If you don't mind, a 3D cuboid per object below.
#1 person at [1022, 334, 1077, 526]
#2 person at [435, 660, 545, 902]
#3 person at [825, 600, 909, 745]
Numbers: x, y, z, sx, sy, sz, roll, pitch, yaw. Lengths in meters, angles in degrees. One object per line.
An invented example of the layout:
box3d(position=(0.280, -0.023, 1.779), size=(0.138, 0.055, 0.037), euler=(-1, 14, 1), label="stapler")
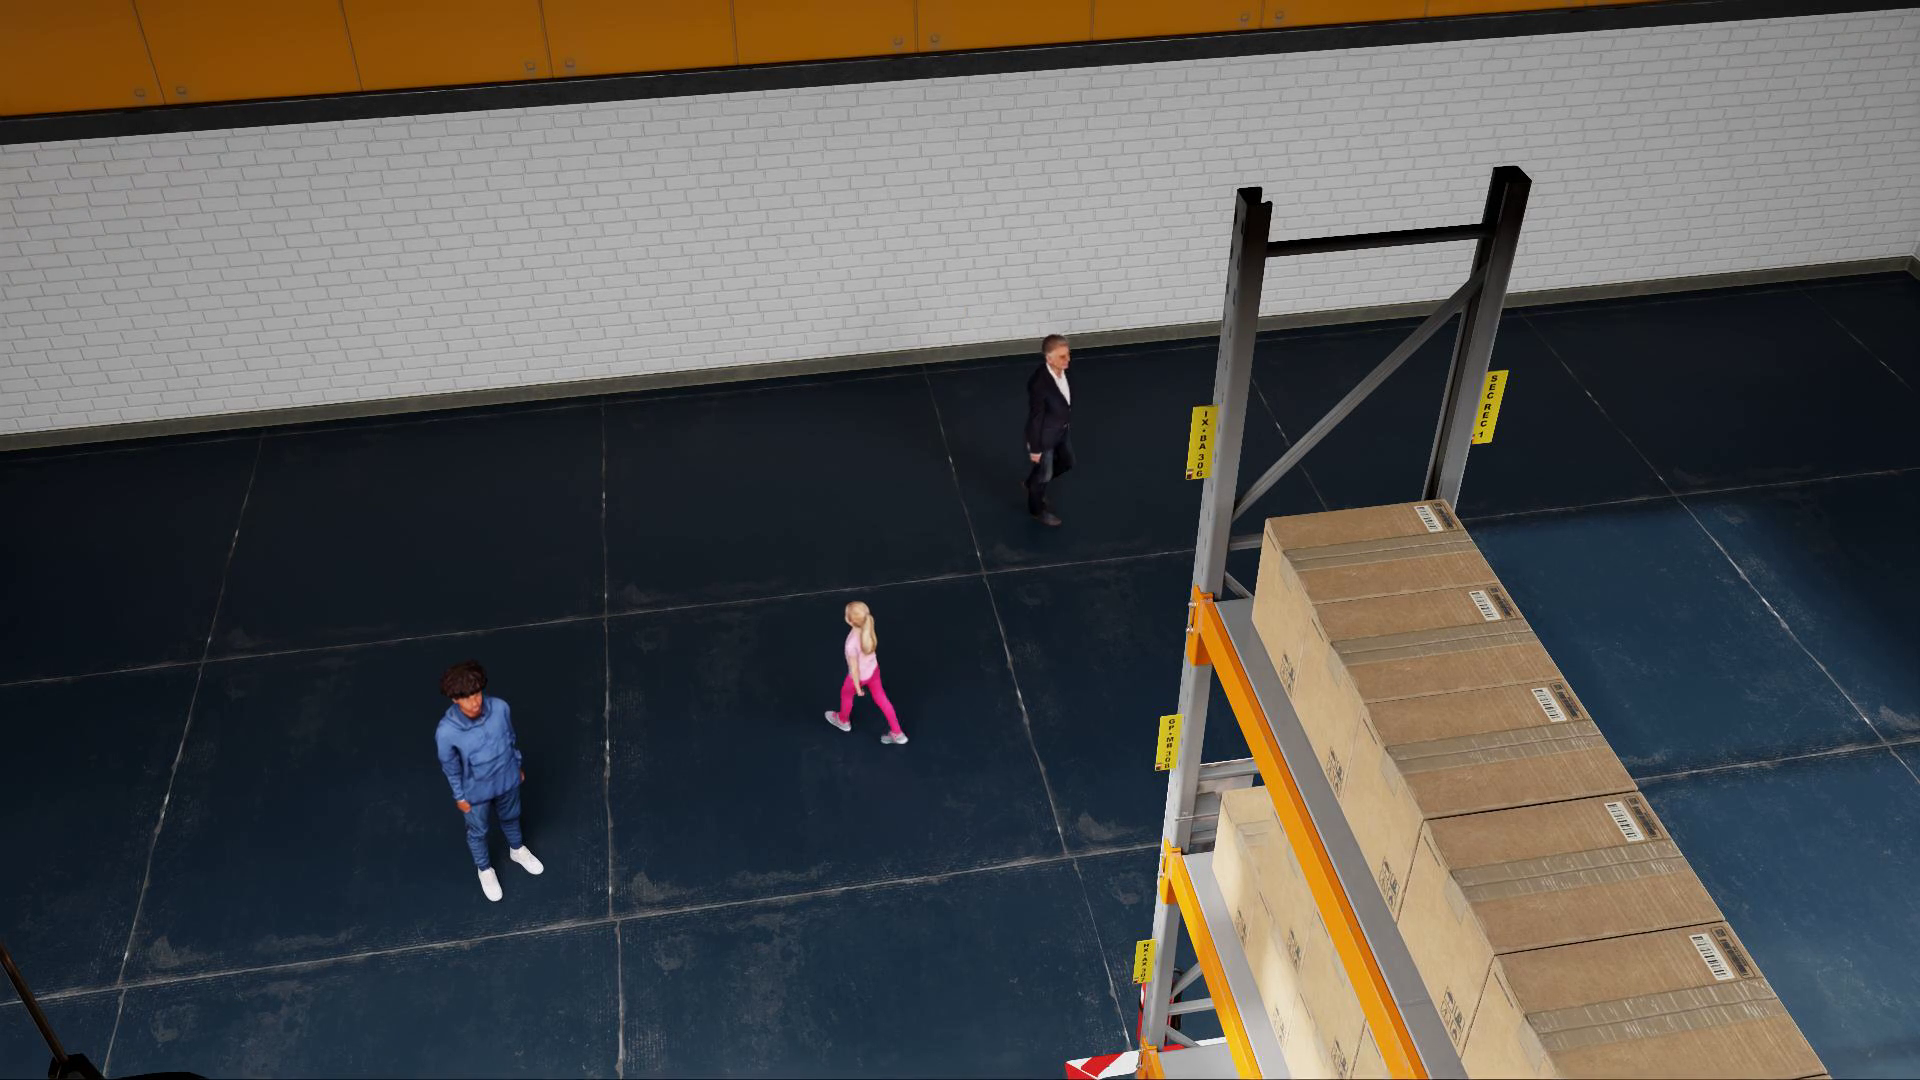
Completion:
box3d(position=(0.656, -0.934, 13.421), size=(0.940, 1.808, 0.879), euler=(25, 45, 28), label="person")
box3d(position=(-2.971, 1.471, 10.407), size=(0.759, 1.811, 0.766), euler=(-30, 47, -32), label="person")
box3d(position=(-0.615, 0.929, 11.531), size=(0.915, 1.256, 0.858), euler=(23, 44, 26), label="person")
